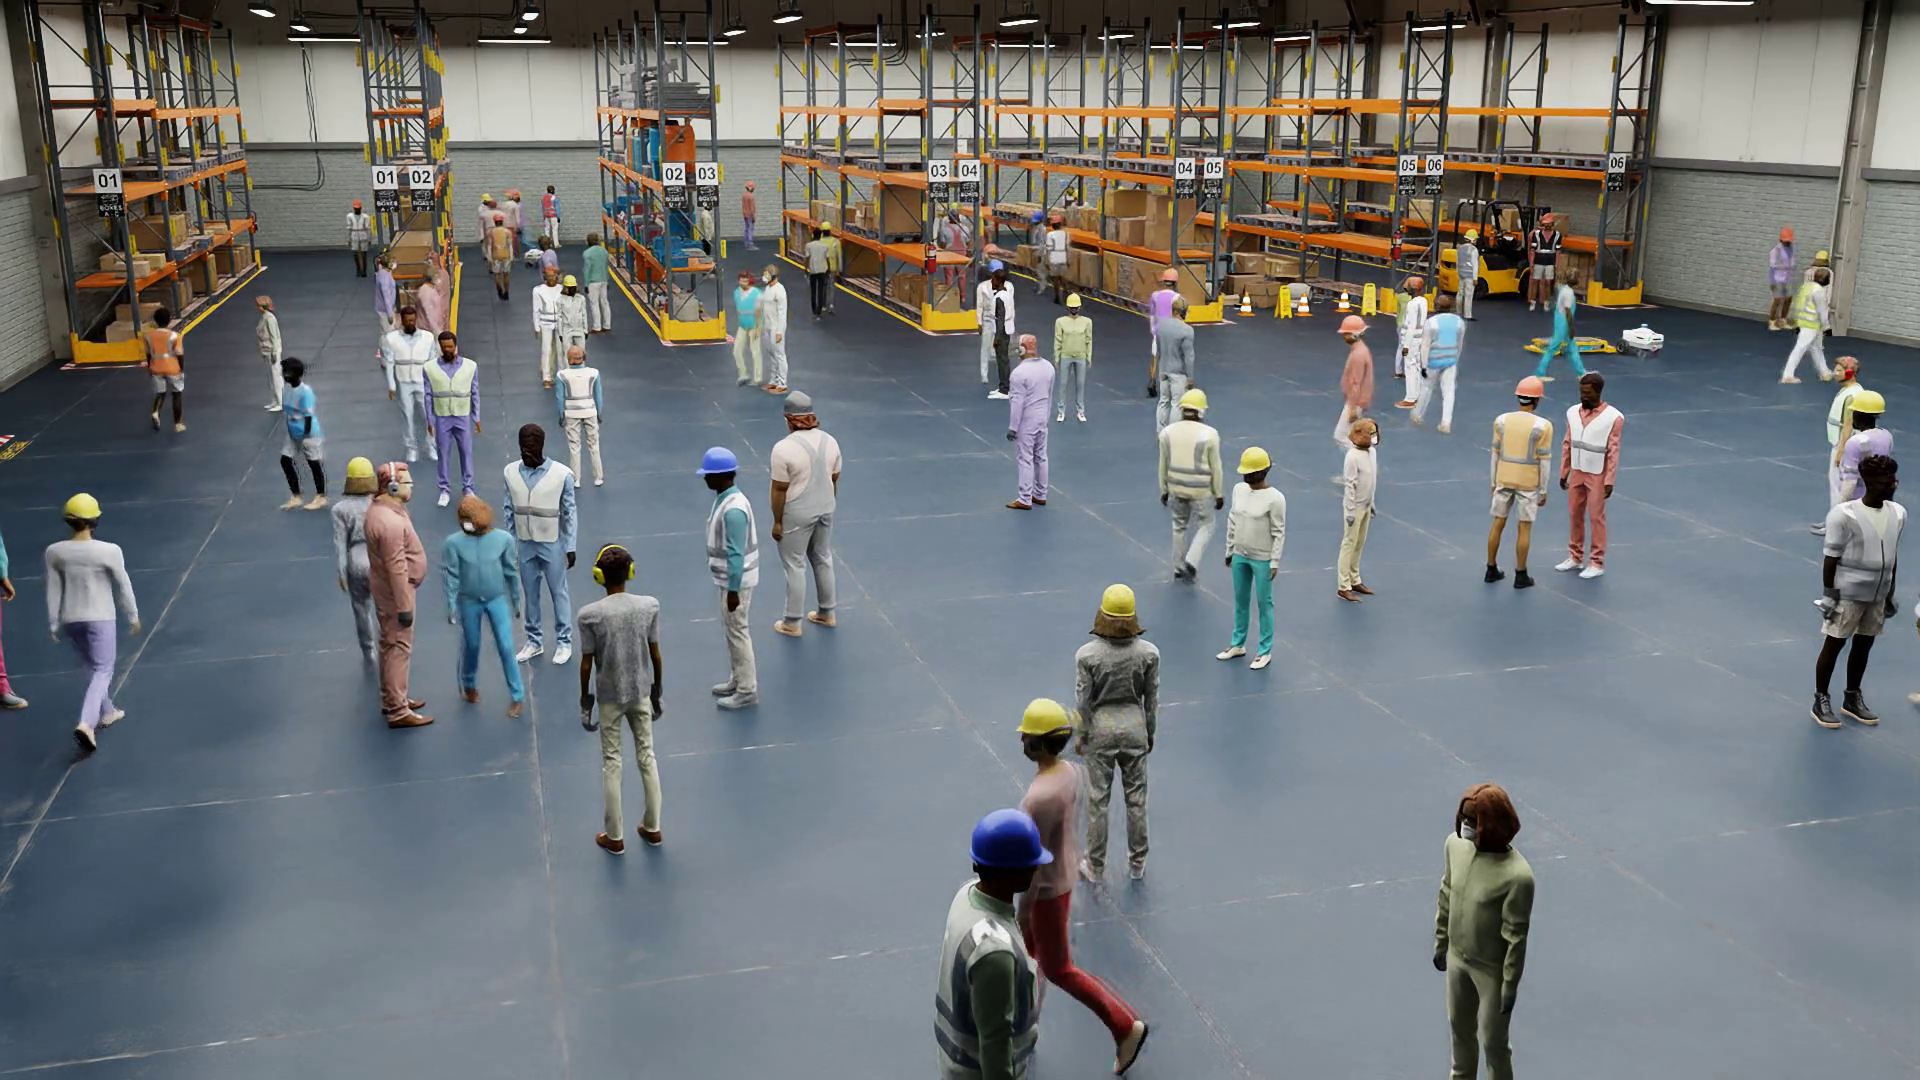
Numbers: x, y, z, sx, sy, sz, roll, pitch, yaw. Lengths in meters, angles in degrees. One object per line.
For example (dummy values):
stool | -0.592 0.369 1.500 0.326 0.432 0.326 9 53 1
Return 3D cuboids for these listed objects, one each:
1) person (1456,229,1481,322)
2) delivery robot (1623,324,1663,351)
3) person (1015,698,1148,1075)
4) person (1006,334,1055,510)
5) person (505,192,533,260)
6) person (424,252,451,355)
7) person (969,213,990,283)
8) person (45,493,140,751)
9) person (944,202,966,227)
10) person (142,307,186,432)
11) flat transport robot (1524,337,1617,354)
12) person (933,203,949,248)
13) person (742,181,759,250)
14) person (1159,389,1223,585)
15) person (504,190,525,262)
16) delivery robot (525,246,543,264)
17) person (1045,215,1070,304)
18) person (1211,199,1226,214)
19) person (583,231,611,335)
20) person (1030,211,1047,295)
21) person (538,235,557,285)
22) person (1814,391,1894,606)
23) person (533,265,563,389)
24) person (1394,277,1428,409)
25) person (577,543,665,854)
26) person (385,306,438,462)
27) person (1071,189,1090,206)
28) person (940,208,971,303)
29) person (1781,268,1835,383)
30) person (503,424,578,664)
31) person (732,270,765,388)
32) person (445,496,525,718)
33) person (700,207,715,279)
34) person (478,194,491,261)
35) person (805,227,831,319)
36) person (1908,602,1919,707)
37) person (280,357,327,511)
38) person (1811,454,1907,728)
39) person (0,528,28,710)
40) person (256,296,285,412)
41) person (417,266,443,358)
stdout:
person | 10.131 -5.263 33.137 0.403 1.835 0.588 -5 16 -20
delivery robot | 11.786 -3.478 28.694 0.477 0.478 0.707 -5 15 -17
person | 0.484 1.583 7.593 0.782 1.728 0.550 4 15 16
person | 0.732 -1.277 18.015 0.407 1.902 0.639 12 19 39
person | -12.085 -8.612 45.647 0.773 1.883 0.643 -1 15 -4
person | -8.657 -3.805 27.510 0.399 1.909 0.642 1 15 6
person | 0.471 -6.960 39.734 0.536 1.729 0.869 -4 15 -14
person | -6.014 0.558 11.445 0.538 1.734 0.821 0 15 1
person | -0.119 -7.681 42.296 0.592 1.810 0.655 -3 15 -12
person | -10.531 -2.233 22.017 0.539 1.679 0.482 0 15 -1
flat transport robot | 10.727 -3.419 29.194 1.431 0.197 0.652 -3 15 -12
person | -0.577 -9.625 49.536 0.624 1.844 0.430 -9 17 -31
person | -6.160 -9.515 48.833 0.400 1.989 0.623 -9 17 -29
person | 2.084 -0.464 15.108 0.628 1.816 0.466 11 18 36
person | -12.097 -8.516 45.183 0.853 1.939 0.644 -11 19 -37
delivery robot | -11.186 -7.486 43.773 0.477 0.478 0.707 1 15 5
person | 2.088 -6.062 35.972 0.553 1.919 0.392 -7 16 -23
person | 7.443 -9.233 48.498 0.530 1.597 0.752 -11 18 -35
person | -6.854 -4.844 31.385 0.377 1.930 0.644 9 17 30
person | 1.772 -6.502 37.685 0.486 1.896 0.749 -4 15 -16
person | -7.542 -4.626 30.543 0.352 1.936 0.635 -1 15 -3
person | 7.775 -0.338 14.422 0.588 1.930 0.359 -10 18 -34
person | -6.250 -3.272 25.550 0.585 1.882 0.337 -7 16 -24
person | 6.502 -2.832 23.897 0.341 1.879 0.587 10 18 32
person | -1.984 0.933 9.774 0.514 1.862 0.325 -8 17 -28
person | -6.710 -1.916 20.393 0.607 1.916 0.424 -6 16 -23
person | 3.323 -8.777 46.194 0.594 1.926 0.380 8 17 27
person | -0.139 -6.185 36.210 0.682 2.000 0.537 -5 16 -19
person | 13.375 -3.328 25.936 0.950 1.791 0.631 4 15 15
person | -3.294 0.022 13.088 0.599 1.917 0.376 3 15 12
person | -3.264 -3.226 25.503 0.573 1.812 0.596 10 18 33
person | -3.447 0.465 12.052 0.532 1.598 0.556 -2 15 -8
person | -6.231 -7.475 41.182 0.415 1.985 0.610 -2 15 -7
person | -12.957 -8.566 45.584 0.404 1.825 0.592 2 15 9
person | -2.883 -5.428 33.786 0.544 1.814 0.985 -2 15 -6
person | 7.209 0.276 11.942 0.660 2.030 0.417 0 15 1
person | -7.122 -1.115 17.805 0.556 1.674 0.591 12 19 37
person | 6.354 0.356 11.738 0.613 1.965 0.361 -3 15 -13
person | -7.068 0.306 11.878 0.383 1.992 0.609 7 16 24
person | -9.820 -2.655 23.699 0.310 1.638 0.522 -10 18 -33
person | -7.921 -3.134 24.959 0.408 1.919 0.650 -2 15 -8
